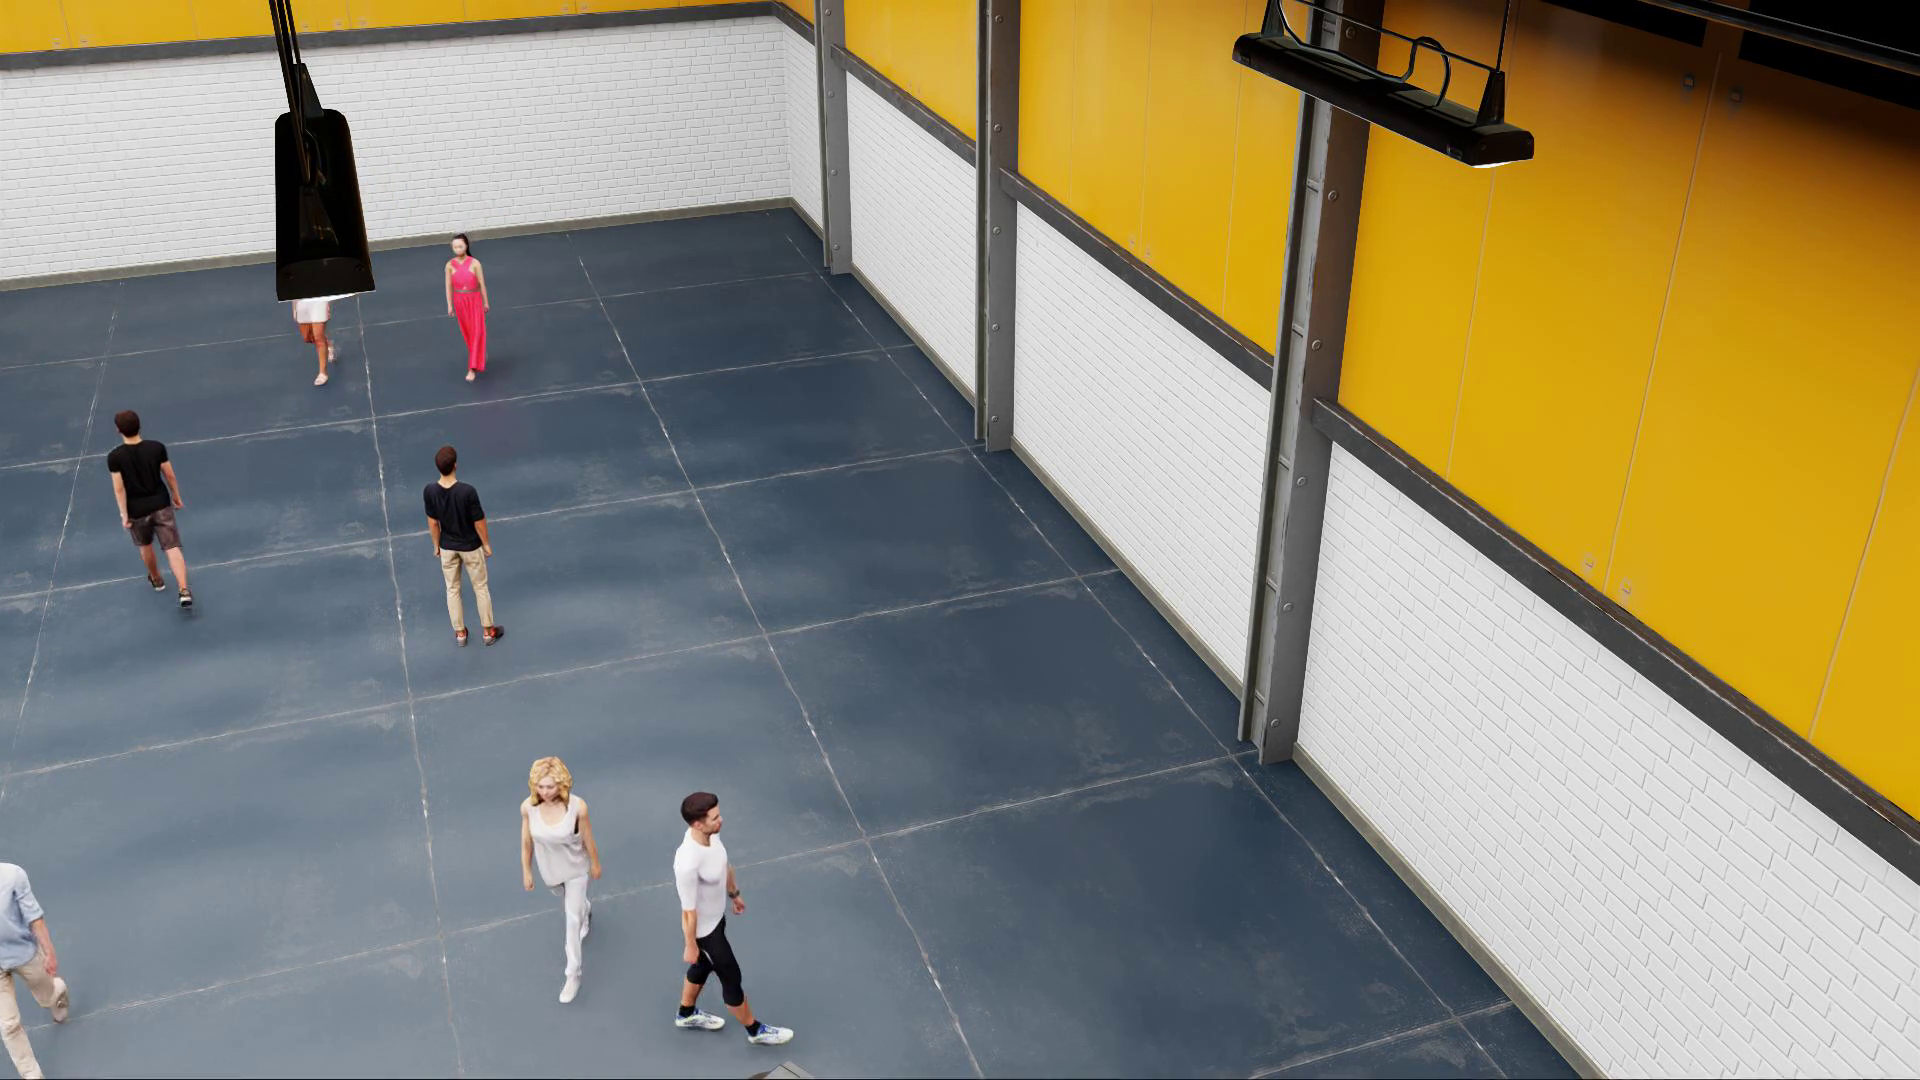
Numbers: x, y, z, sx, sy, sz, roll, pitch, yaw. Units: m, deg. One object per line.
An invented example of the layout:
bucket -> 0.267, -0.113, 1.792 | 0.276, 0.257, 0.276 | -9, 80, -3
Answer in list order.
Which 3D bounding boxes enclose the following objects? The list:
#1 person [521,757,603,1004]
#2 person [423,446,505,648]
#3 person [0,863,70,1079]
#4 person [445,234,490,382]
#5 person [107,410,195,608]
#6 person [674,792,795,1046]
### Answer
person -> -2.525, 2.046, 10.698 | 0.937, 1.627, 1.185 | 3, 29, 5
person -> -4.231, 0.058, 14.101 | 0.690, 1.859, 0.637 | -1, 29, -1
person -> -5.605, 2.408, 9.832 | 0.651, 1.823, 1.071 | -9, 30, -16
person -> -5.719, -2.735, 19.421 | 0.844, 1.667, 1.217 | -1, 29, -1
person -> -7.127, -0.244, 14.677 | 0.903, 1.838, 1.269 | -18, 34, -30
person -> -1.597, 2.286, 10.053 | 1.036, 1.825, 1.081 | 4, 29, 7
